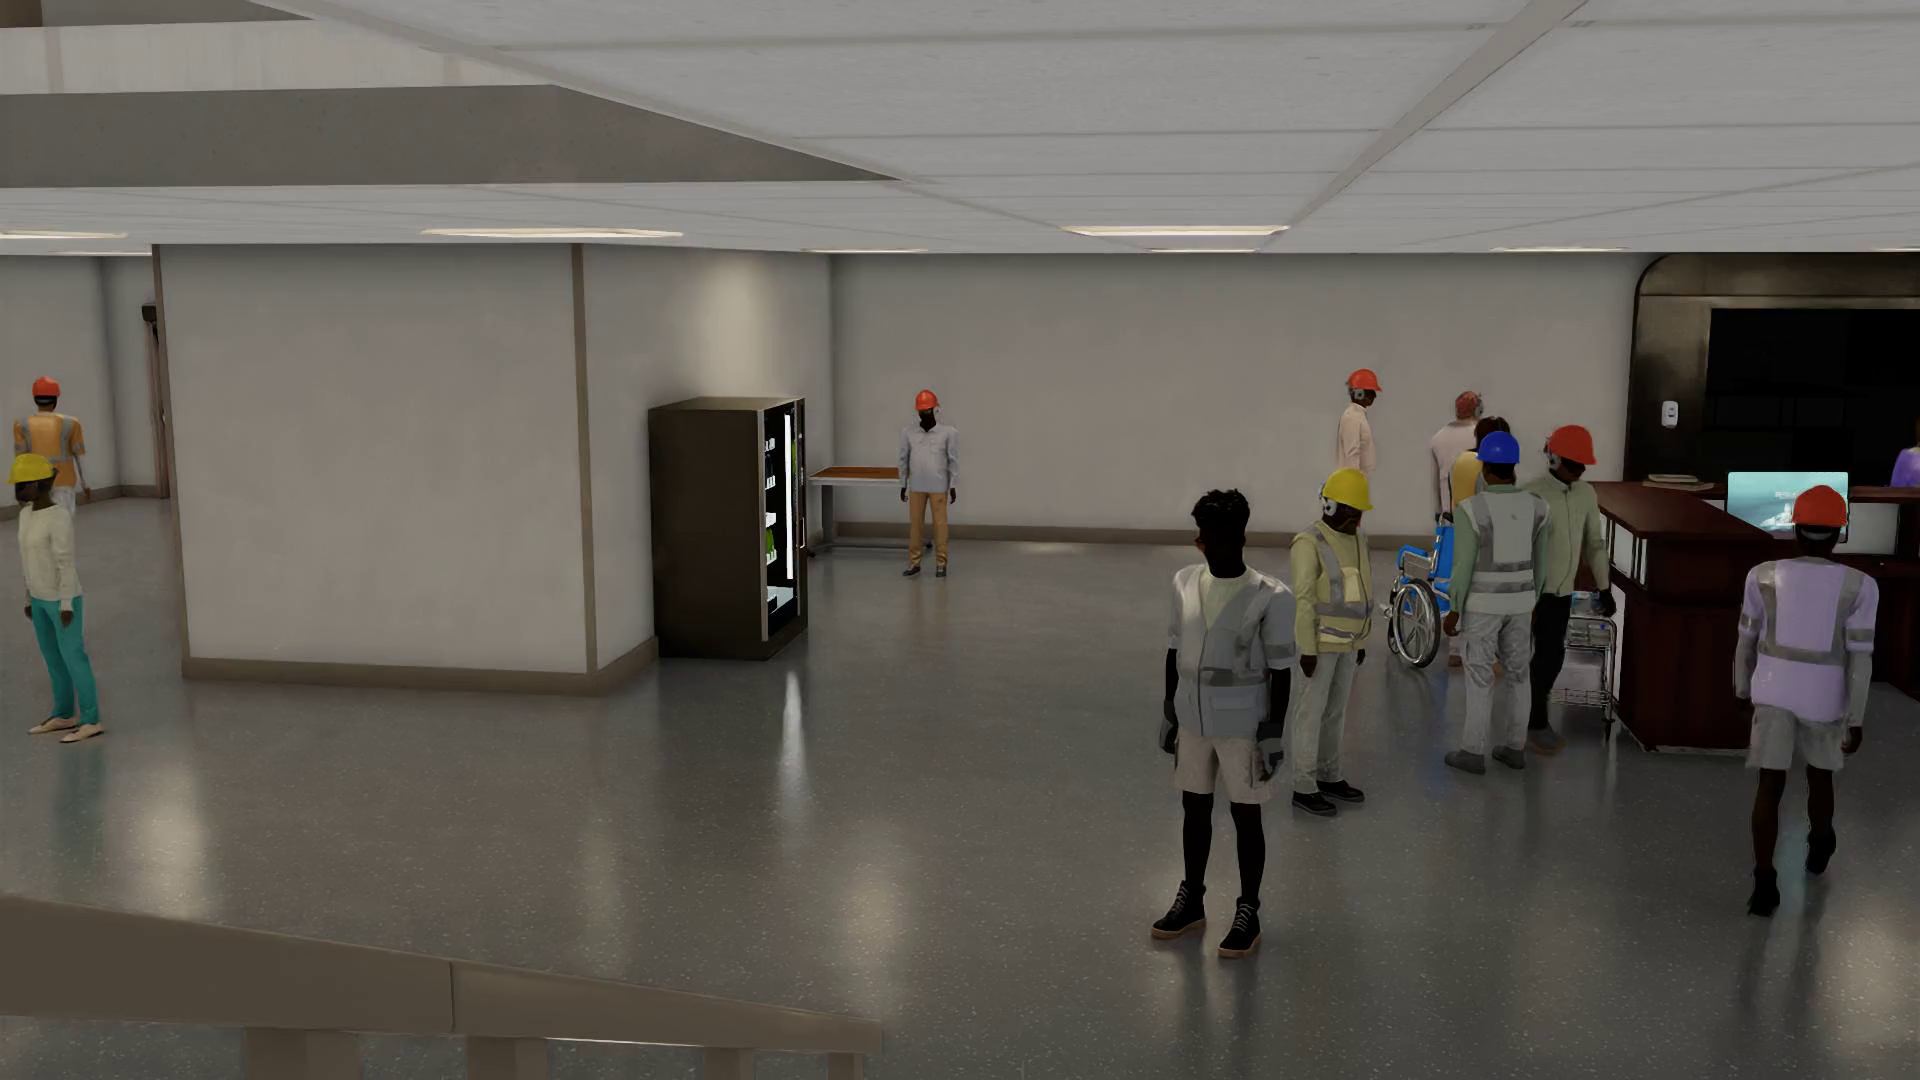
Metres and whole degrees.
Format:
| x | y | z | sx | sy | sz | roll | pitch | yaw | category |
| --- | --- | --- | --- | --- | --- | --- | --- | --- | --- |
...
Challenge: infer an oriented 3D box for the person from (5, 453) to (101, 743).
| x | y | z | sx | sy | sz | roll | pitch | yaw | category |
| --- | --- | --- | --- | --- | --- | --- | --- | --- | --- |
| -5.517 | 0.348 | 10.067 | 0.531 | 1.765 | 0.332 | 6 | 11 | 33 | person |

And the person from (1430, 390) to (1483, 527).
| x | y | z | sx | sy | sz | roll | pitch | yaw | category |
| --- | --- | --- | --- | --- | --- | --- | --- | --- | --- |
| 4.094 | -0.264 | 13.434 | 0.659 | 1.889 | 0.682 | -6 | 11 | -32 | person |

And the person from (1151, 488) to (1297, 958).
| x | y | z | sx | sy | sz | roll | pitch | yaw | category |
| --- | --- | --- | --- | --- | --- | --- | --- | --- | --- |
| 1.090 | 0.753 | 6.947 | 0.604 | 1.959 | 0.379 | 8 | 12 | 40 | person |

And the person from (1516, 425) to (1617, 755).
| x | y | z | sx | sy | sz | roll | pitch | yaw | category |
| --- | --- | --- | --- | --- | --- | --- | --- | --- | --- |
| 3.491 | 0.291 | 9.782 | 0.685 | 1.956 | 0.569 | -6 | 11 | -32 | person |

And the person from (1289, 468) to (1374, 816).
| x | y | z | sx | sy | sz | roll | pitch | yaw | category |
| --- | --- | --- | --- | --- | --- | --- | --- | --- | --- |
| 1.974 | 0.524 | 8.791 | 0.404 | 1.822 | 0.589 | 9 | 13 | 44 | person |

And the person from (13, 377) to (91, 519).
| x | y | z | sx | sy | sz | roll | pitch | yaw | category |
| --- | --- | --- | --- | --- | --- | --- | --- | --- | --- |
| -8.246 | -0.535 | 15.142 | 0.572 | 1.880 | 1.003 | -4 | 10 | -21 | person |

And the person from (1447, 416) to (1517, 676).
| x | y | z | sx | sy | sz | roll | pitch | yaw | category |
| --- | --- | --- | --- | --- | --- | --- | --- | --- | --- |
| 3.697 | 0.040 | 11.754 | 0.429 | 1.836 | 0.633 | -3 | 10 | -17 | person |

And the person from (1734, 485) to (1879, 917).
| x | y | z | sx | sy | sz | roll | pitch | yaw | category |
| --- | --- | --- | --- | --- | --- | --- | --- | --- | --- |
| 3.819 | 0.691 | 7.557 | 0.566 | 1.879 | 1.010 | 6 | 11 | 31 | person |

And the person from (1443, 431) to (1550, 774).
| x | y | z | sx | sy | sz | roll | pitch | yaw | category |
| --- | --- | --- | --- | --- | --- | --- | --- | --- | --- |
| 3.027 | 0.357 | 9.423 | 0.604 | 1.949 | 0.389 | -3 | 10 | -16 | person |

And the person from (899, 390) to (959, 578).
| x | y | z | sx | sy | sz | roll | pitch | yaw | category |
| --- | --- | --- | --- | --- | --- | --- | --- | --- | --- |
| -0.299 | -0.520 | 15.428 | 0.568 | 1.750 | 0.342 | 2 | 10 | 14 | person |

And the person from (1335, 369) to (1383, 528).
| x | y | z | sx | sy | sz | roll | pitch | yaw | category |
| --- | --- | --- | --- | --- | --- | --- | --- | --- | --- |
| 3.474 | -0.501 | 14.576 | 0.380 | 1.995 | 0.608 | 2 | 10 | 15 | person |
